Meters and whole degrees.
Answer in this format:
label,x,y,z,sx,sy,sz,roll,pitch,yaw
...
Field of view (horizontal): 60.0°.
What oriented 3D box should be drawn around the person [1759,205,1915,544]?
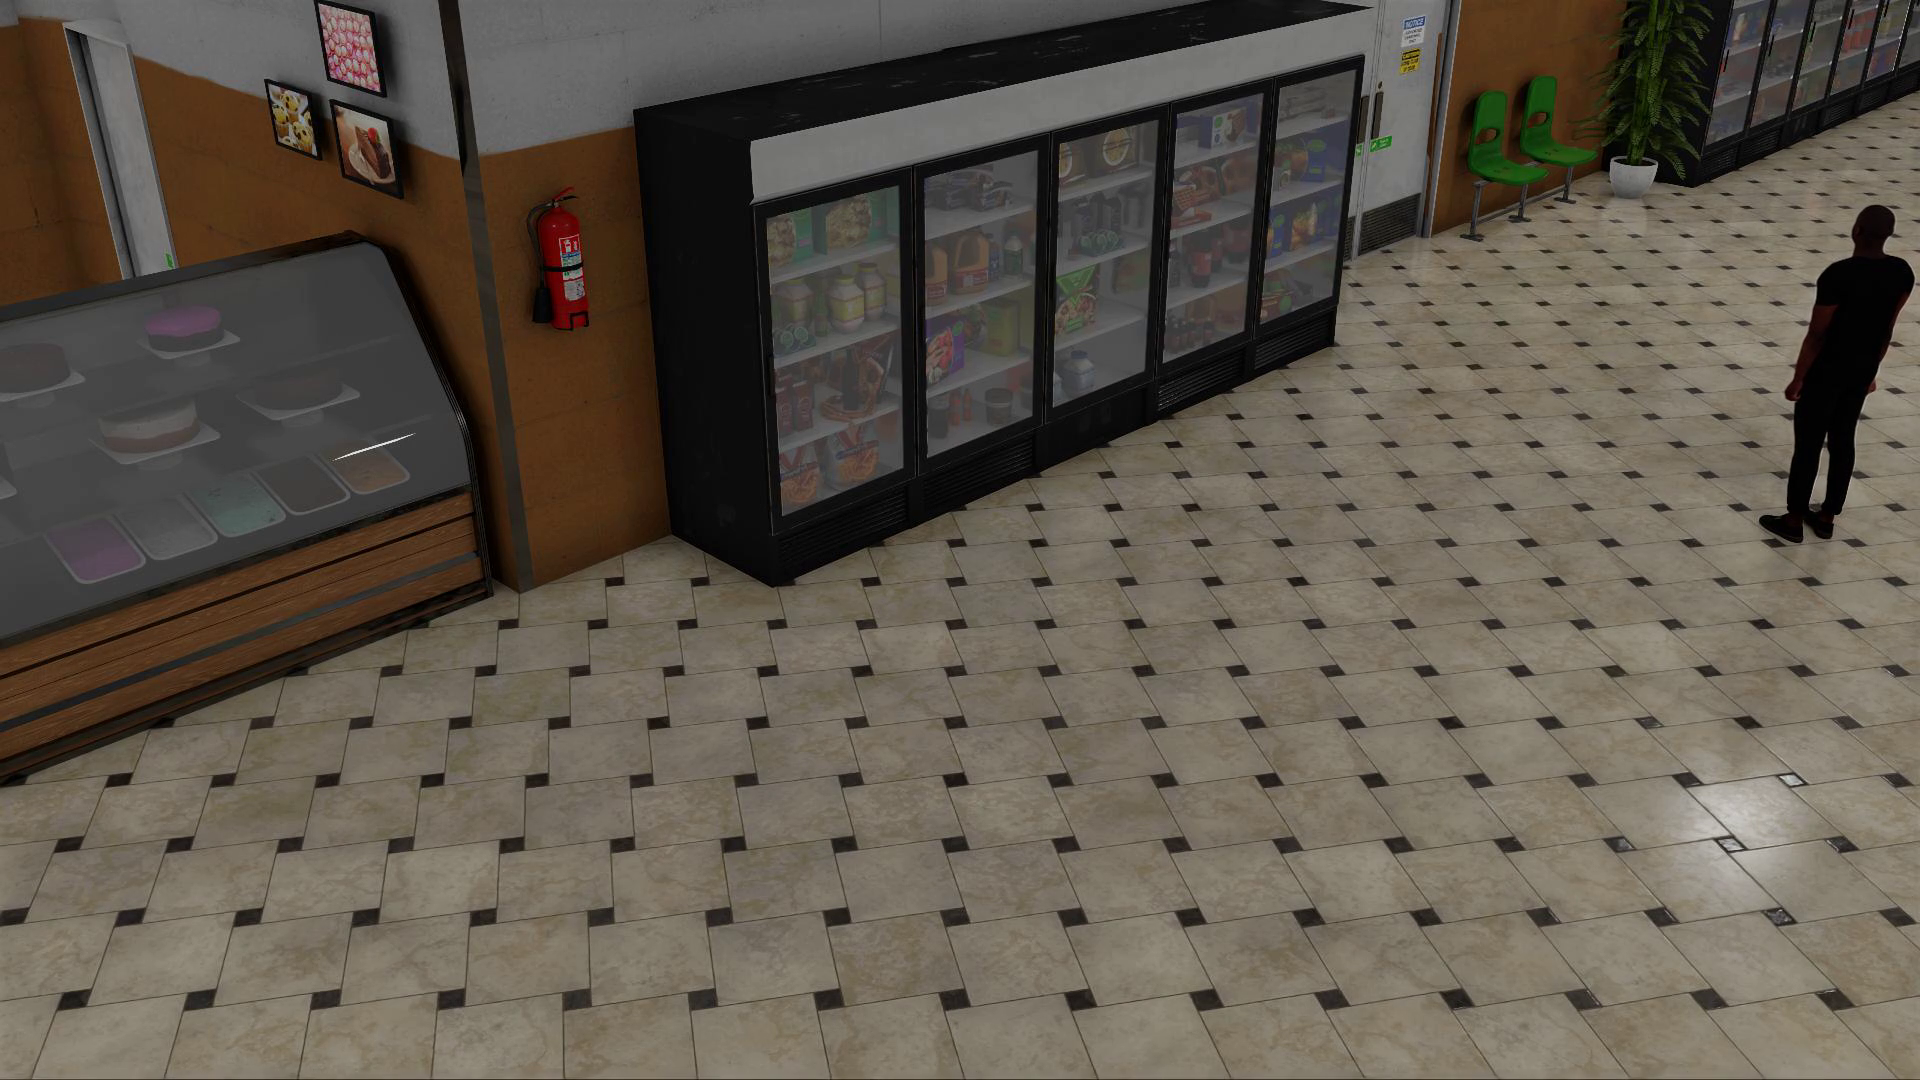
label,x,y,z,sx,sy,sz,roll,pitch,yaw
person,4.598,-0.859,8.710,0.746,1.819,0.760,-5,27,-9
